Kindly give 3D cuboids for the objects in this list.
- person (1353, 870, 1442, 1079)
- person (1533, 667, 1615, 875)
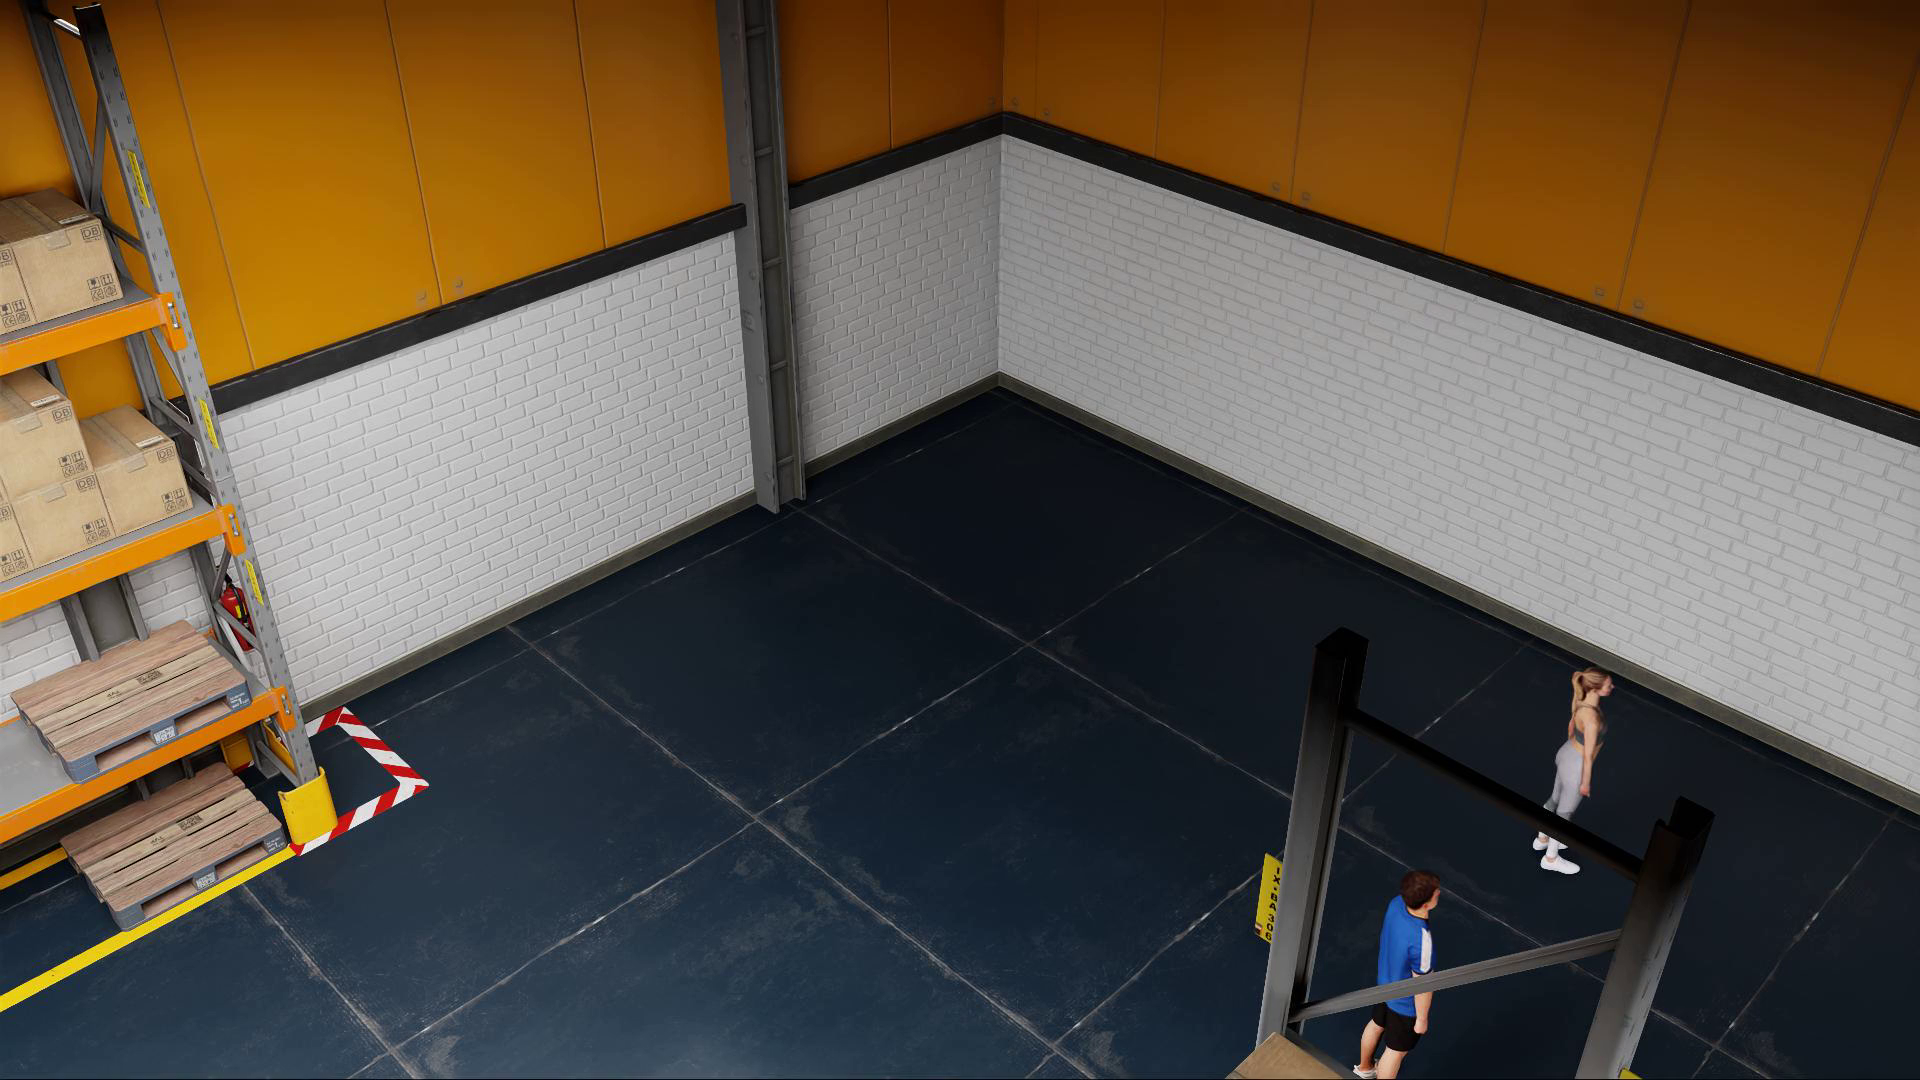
[{"bbox_3d":[2.601,2.646,9.822,0.755,1.865,0.738,-7,34,-10],"label":"person"},{"bbox_3d":[4.272,1.575,11.579,0.722,1.703,0.654,2,34,3],"label":"person"}]
